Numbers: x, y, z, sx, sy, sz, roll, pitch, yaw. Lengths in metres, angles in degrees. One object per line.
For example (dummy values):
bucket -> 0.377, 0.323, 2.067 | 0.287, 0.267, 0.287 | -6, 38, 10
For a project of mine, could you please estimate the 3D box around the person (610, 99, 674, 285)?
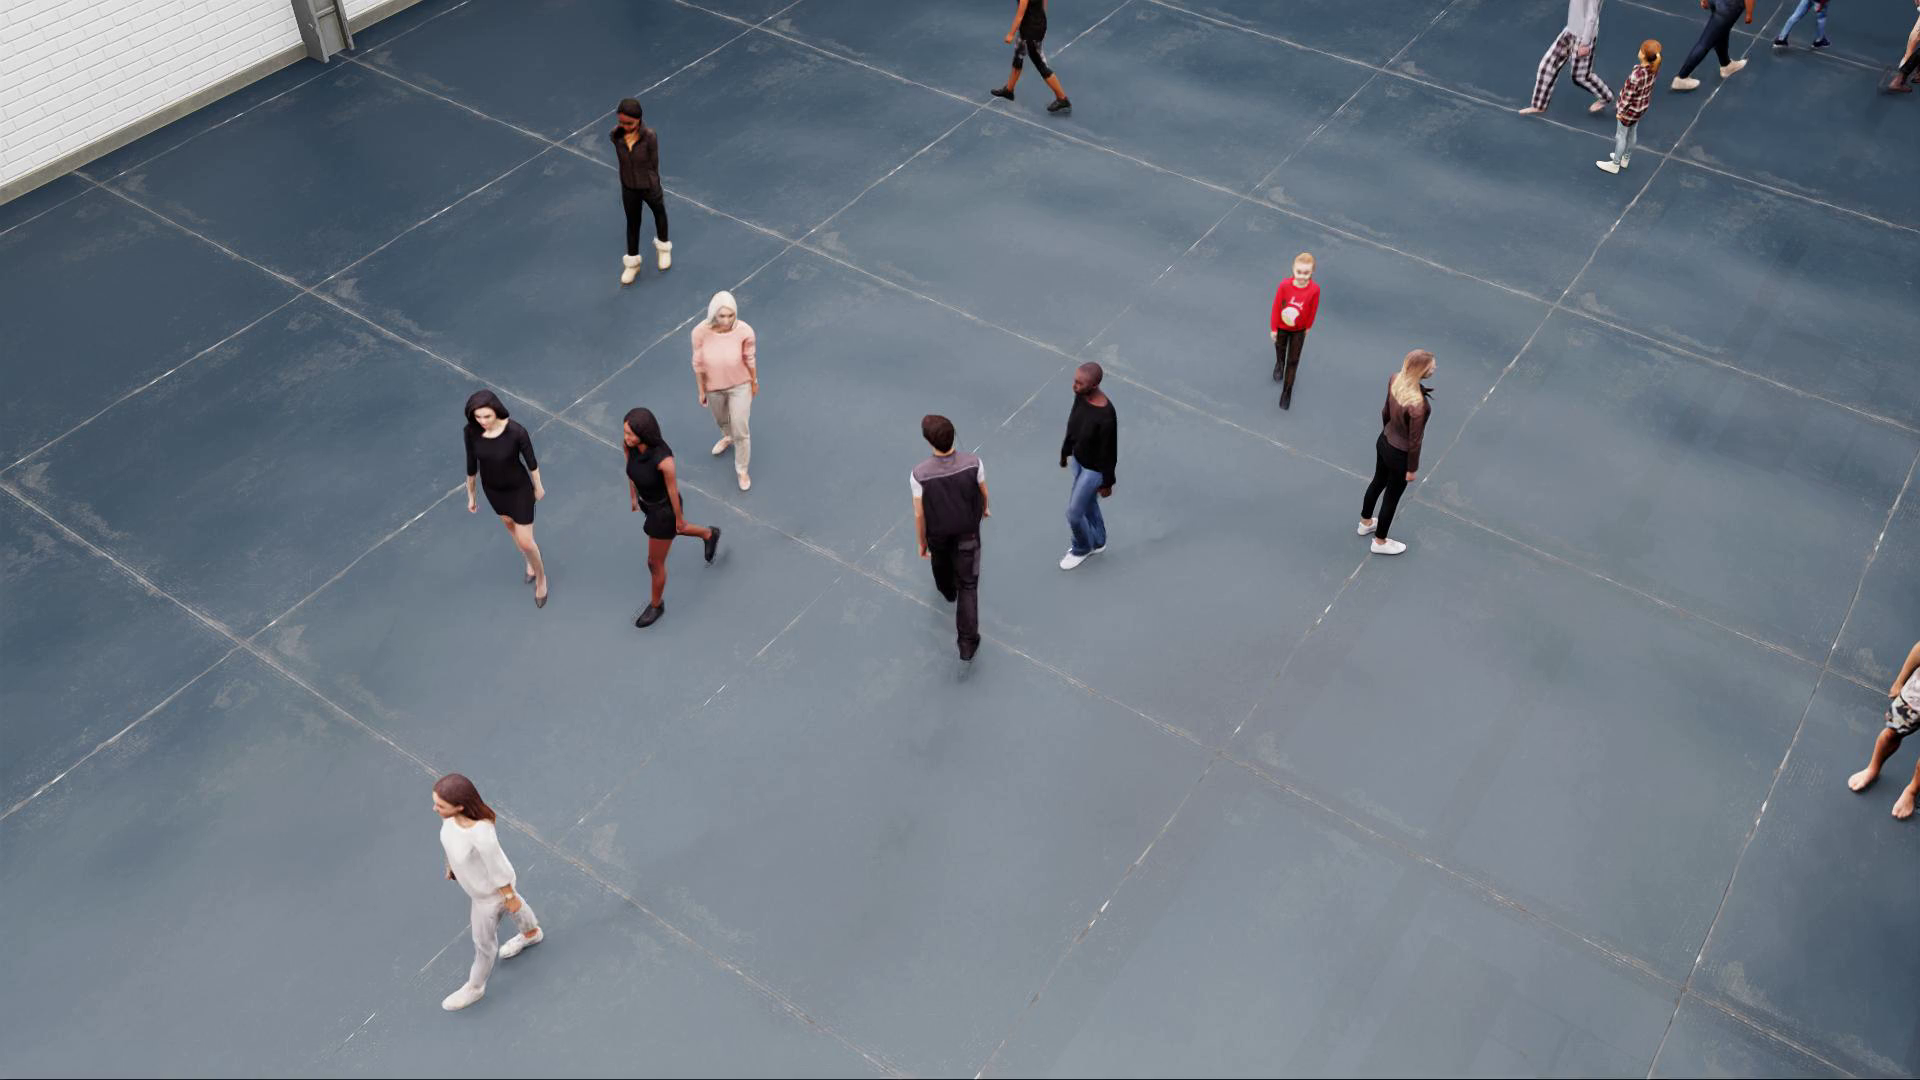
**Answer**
person -> -2.709, -2.916, 14.019 | 0.751, 1.657, 0.857 | 13, 45, 13

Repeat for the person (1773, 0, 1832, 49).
person -> 8.799, -5.627, 17.176 | 0.929, 1.226, 0.793 | -14, 45, -15

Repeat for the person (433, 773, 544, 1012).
person -> -2.529, 1.794, 9.066 | 0.987, 1.668, 0.772 | -31, 52, -28

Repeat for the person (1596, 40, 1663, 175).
person -> 6.261, -4.029, 15.442 | 0.549, 1.305, 0.653 | -27, 50, -25

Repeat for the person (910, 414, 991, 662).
person -> -0.036, 0.001, 10.847 | 1.162, 1.809, 1.294 | -1, 44, -1

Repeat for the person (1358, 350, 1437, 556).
person -> 3.037, -0.625, 11.579 | 0.716, 1.704, 0.669 | -9, 44, -9

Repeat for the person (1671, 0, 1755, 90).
person -> 7.450, -5.258, 16.394 | 1.160, 1.773, 1.103 | -7, 44, -7

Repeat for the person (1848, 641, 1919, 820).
person -> 5.847, 0.916, 9.885 | 0.629, 1.811, 0.709 | -34, 53, -30

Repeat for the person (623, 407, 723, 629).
person -> -1.948, -0.246, 11.179 | 0.644, 1.708, 1.172 | 30, 51, 28

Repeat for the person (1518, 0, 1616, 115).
person -> 6.045, -4.861, 15.960 | 1.199, 1.794, 1.175 | -4, 44, -4

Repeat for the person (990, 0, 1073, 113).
person -> 0.784, -4.917, 16.142 | 0.860, 1.625, 1.098 | 14, 45, 14

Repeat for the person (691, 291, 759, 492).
person -> -1.711, -1.171, 12.159 | 0.882, 1.695, 0.981 | 2, 44, 2

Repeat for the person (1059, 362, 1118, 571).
person -> 0.969, -0.537, 11.465 | 0.787, 1.735, 0.740 | -18, 46, -18

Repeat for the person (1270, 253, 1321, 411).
person -> 2.593, -1.714, 13.054 | 0.710, 1.247, 0.969 | 9, 44, 9

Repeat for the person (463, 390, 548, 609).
person -> -3.016, -0.375, 11.258 | 0.738, 1.786, 0.785 | 10, 44, 10
